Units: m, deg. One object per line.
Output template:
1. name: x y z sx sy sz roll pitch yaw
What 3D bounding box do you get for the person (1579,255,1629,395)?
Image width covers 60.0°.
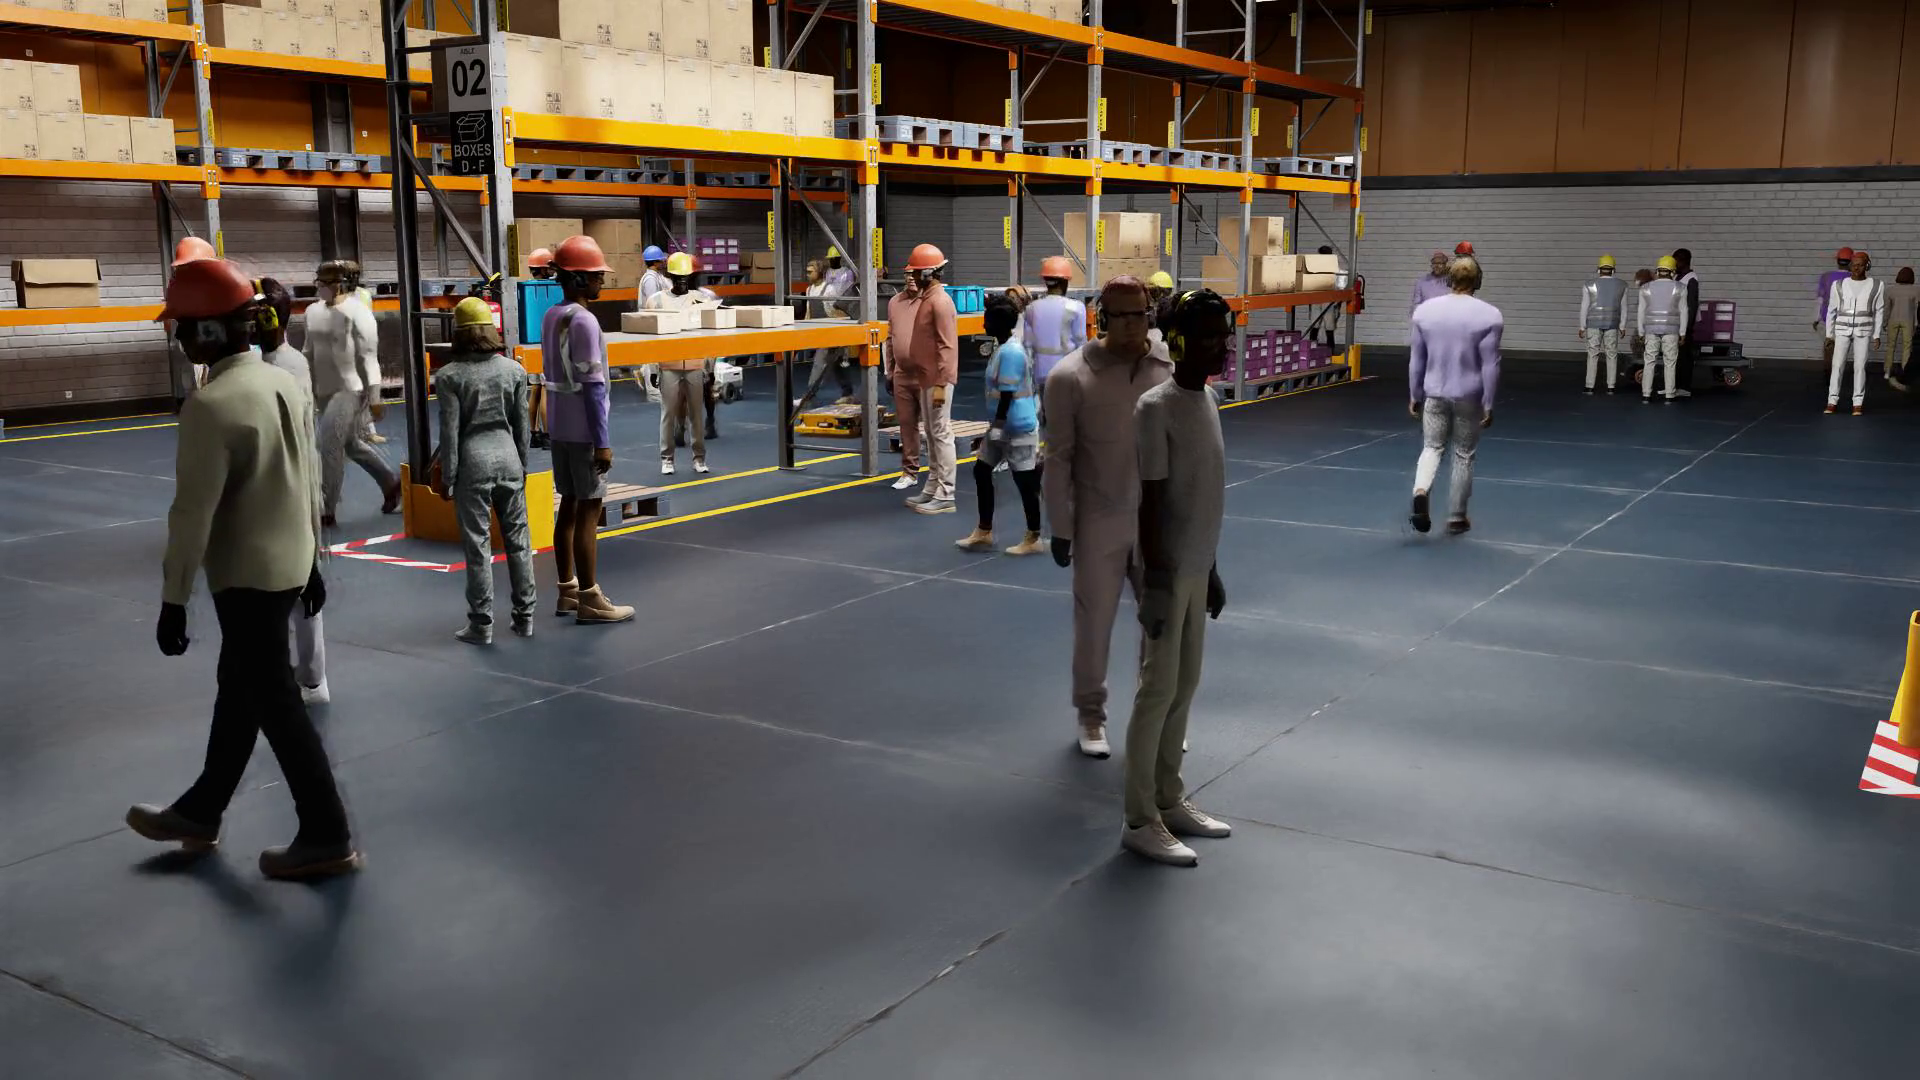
1. person: 8.430 -2.817 21.818 0.601 1.830 0.403 2 10 9

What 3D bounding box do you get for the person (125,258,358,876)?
1. person: -2.337 0.110 5.233 0.835 1.957 0.647 0 10 2

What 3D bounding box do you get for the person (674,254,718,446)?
1. person: -2.660 -1.891 16.570 0.550 1.886 1.035 1 10 6

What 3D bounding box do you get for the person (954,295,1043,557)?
1. person: 0.230 -0.712 10.603 0.674 1.673 0.552 -2 10 -11

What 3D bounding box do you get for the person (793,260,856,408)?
1. person: -1.656 -2.500 20.201 0.984 1.790 0.518 -8 13 -37

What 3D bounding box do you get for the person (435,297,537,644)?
1. person: -2.402 -0.346 8.391 0.483 1.738 0.312 -9 13 -40

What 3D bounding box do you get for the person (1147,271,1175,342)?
1. person: 1.792 -1.615 15.409 0.725 1.742 0.527 -9 14 -41

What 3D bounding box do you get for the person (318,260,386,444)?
1. person: -5.984 -1.831 16.377 0.429 1.831 0.631 5 11 24

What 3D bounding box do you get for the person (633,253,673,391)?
1. person: -3.871 -2.784 21.549 0.734 1.865 0.575 1 10 6

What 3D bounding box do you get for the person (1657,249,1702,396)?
1. person: 9.400 -2.818 21.608 0.395 1.911 0.590 1 10 4

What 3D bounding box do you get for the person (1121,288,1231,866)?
1. person: 0.735 0.113 5.484 0.315 1.867 0.526 6 12 31

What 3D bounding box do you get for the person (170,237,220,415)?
1. person: -5.172 -1.049 11.438 0.614 2.040 0.390 3 11 16

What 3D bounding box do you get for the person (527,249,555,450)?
1. person: -4.023 -1.838 16.102 0.358 1.938 0.542 -8 13 -39

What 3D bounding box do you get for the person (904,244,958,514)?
1. person: -0.209 -1.191 12.366 0.392 1.991 0.613 -2 10 -12

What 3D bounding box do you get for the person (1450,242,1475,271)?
1. person: 7.724 -3.593 25.663 0.386 1.992 0.625 6 12 31

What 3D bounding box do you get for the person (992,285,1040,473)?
1. person: 0.507 -1.384 14.410 0.514 1.641 0.309 7 12 34

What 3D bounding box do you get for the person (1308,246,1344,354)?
1. person: 5.622 -3.582 25.785 0.629 1.927 0.865 6 12 31

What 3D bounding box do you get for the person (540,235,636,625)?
1. person: -1.989 -0.574 8.807 0.377 2.044 0.608 -7 12 -34

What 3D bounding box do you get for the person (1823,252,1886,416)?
1. person: 10.342 -2.381 19.256 0.586 1.882 0.340 6 12 31

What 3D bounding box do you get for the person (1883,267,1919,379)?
1. person: 13.667 -3.137 24.144 0.497 1.633 0.284 8 13 39

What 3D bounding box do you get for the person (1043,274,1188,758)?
1. person: 0.651 -0.084 6.537 0.656 1.898 0.399 -2 10 -12

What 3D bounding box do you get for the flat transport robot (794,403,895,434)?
1. flat transport robot: -1.232 -1.293 17.700 0.652 0.197 1.431 3 11 16

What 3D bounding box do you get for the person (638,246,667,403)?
1. person: -3.814 -2.685 20.756 0.382 1.949 0.614 -2 11 -13

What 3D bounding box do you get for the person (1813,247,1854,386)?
1. person: 12.283 -3.110 23.199 0.582 1.913 0.754 9 14 41

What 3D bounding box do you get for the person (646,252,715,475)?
1. person: -2.407 -1.522 14.408 0.588 1.918 0.396 -4 11 -19

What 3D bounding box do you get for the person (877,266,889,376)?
1. person: -1.169 -3.276 24.895 0.511 1.641 0.307 7 12 35

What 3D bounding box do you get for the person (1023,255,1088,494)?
1. person: 0.725 -1.310 13.282 0.542 1.915 0.870 7 12 34

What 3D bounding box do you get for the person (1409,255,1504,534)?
1. person: 3.333 -0.961 11.288 0.639 1.924 0.717 7 12 33

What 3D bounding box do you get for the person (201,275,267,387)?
1. person: -4.449 -0.729 10.355 0.385 1.809 0.603 7 12 33

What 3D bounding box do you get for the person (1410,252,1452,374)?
1. person: 6.230 -2.824 21.765 0.658 1.870 0.941 6 12 29

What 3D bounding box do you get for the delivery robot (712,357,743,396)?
1. delivery robot: -2.997 -2.043 20.810 0.477 0.478 0.707 3 11 16

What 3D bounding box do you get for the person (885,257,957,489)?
1. person: -0.342 -1.328 13.401 0.642 1.902 0.400 7 12 33

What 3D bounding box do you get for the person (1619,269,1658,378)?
1. person: 10.027 -3.181 24.458 0.606 1.600 0.528 2 10 13

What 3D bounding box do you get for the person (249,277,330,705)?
1. person: -2.950 -0.197 7.217 0.329 1.865 0.508 -4 11 -19

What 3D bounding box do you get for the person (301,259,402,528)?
1. person: -4.370 -1.059 11.925 0.630 1.895 0.983 6 12 31

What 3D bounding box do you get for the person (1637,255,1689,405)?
1. person: 8.681 -2.589 20.550 0.588 1.835 0.403 7 12 33

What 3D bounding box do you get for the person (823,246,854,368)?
1. person: -1.955 -3.695 26.420 0.594 1.924 0.383 6 12 30

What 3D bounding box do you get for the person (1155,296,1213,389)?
1. person: 1.277 -0.640 10.142 0.559 1.681 0.391 4 11 19

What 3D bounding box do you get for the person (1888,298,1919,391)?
1. person: 12.888 -2.944 21.944 0.692 2.000 1.027 -2 10 -11
